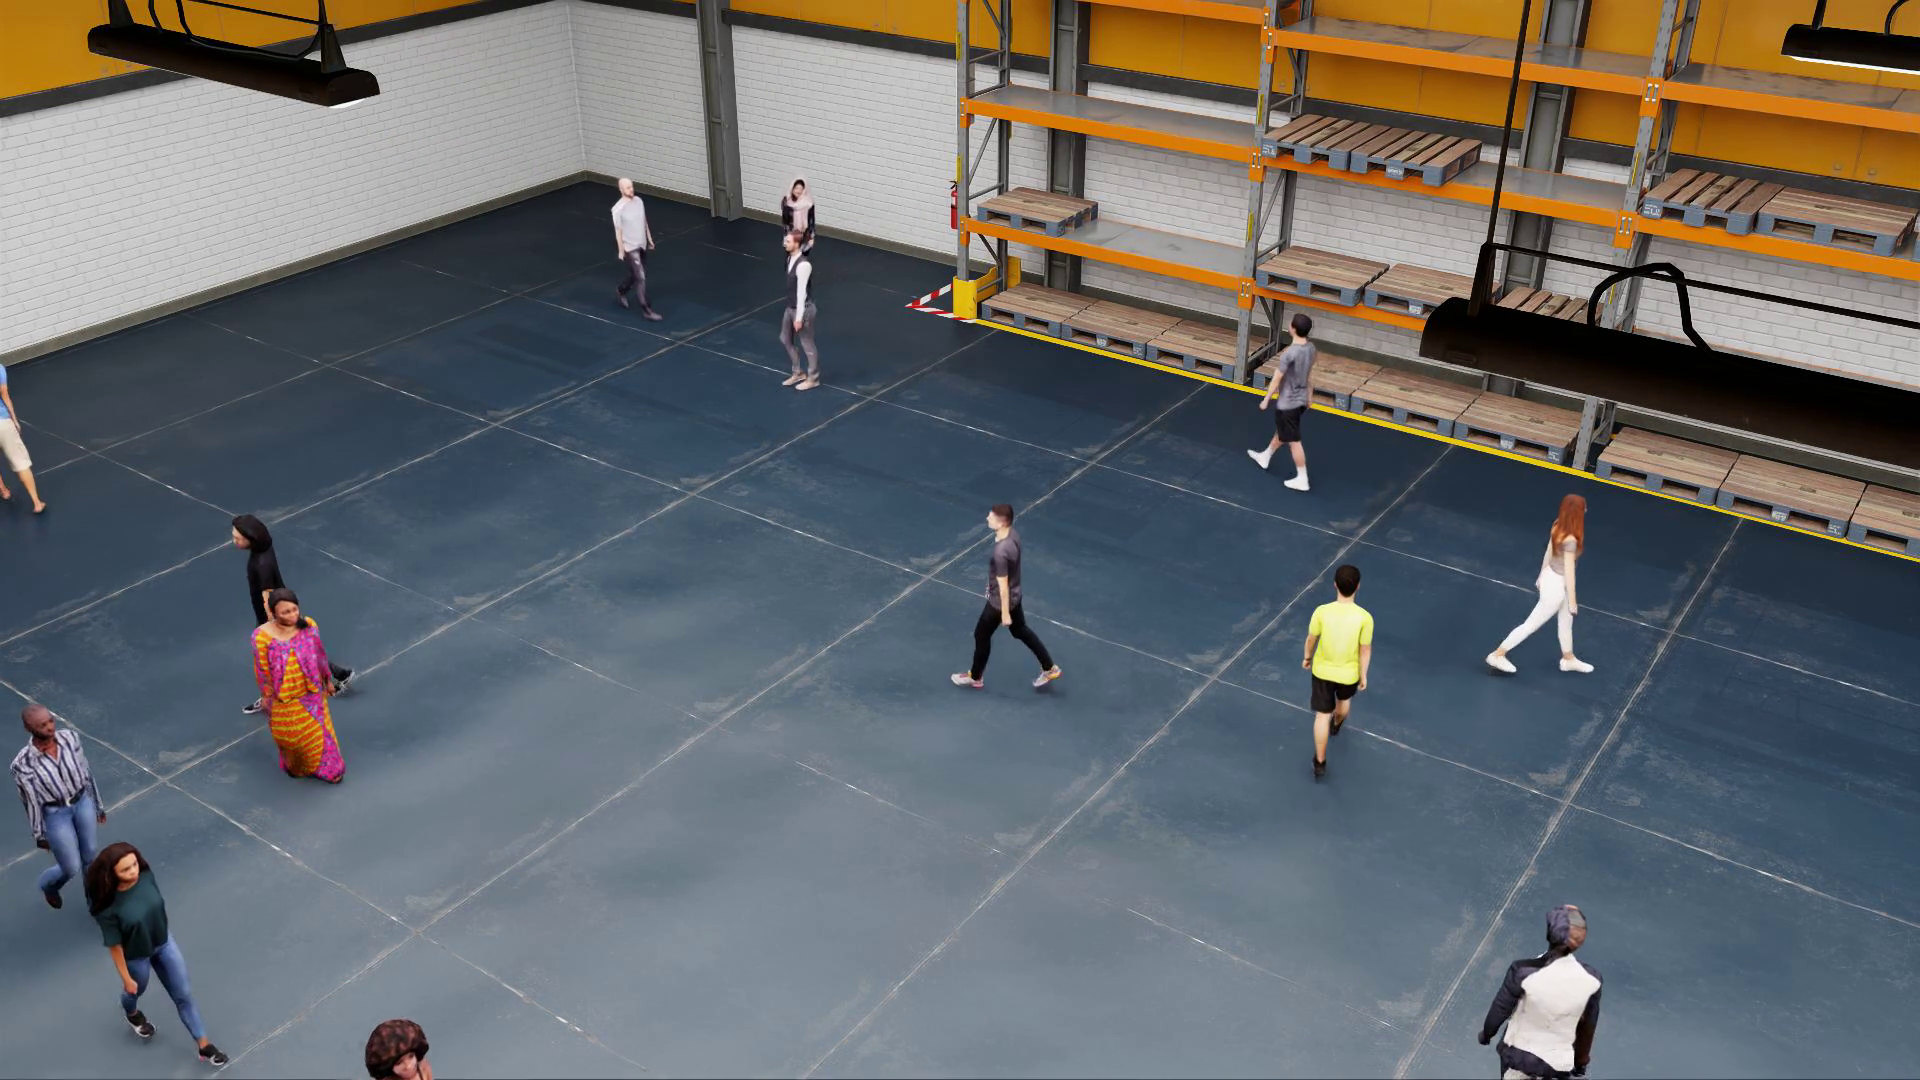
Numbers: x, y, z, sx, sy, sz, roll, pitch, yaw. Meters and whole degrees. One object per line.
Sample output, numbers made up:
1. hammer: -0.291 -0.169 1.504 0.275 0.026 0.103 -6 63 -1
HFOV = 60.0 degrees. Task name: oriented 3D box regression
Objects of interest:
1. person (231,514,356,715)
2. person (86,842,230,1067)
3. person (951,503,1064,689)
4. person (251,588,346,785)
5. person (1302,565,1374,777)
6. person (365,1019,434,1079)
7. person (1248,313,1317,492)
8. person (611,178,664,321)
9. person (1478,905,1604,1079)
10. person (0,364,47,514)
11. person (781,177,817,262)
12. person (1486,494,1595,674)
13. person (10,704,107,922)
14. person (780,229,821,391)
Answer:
1. person: -5.409 0.577 13.366 1.062 1.789 1.168 -13 31 -23
2. person: -5.010 2.488 10.089 1.137 1.572 0.691 14 32 24
3. person: 0.447 0.497 13.577 1.244 1.728 0.939 6 29 11
4. person: -5.033 1.084 12.564 0.794 1.667 0.857 -22 35 -34
5. person: 2.864 1.030 12.673 1.118 1.658 0.965 7 29 13
6. person: -2.905 3.179 8.642 0.725 1.746 1.151 -24 36 -36
7. person: 3.444 -1.355 16.854 0.846 1.841 1.170 -24 37 -36
8. person: -4.225 -3.757 21.285 1.173 1.815 0.729 15 32 26
9. person: 3.171 2.864 9.084 0.821 1.875 0.904 -1 29 -1
10. person: -9.541 -1.092 16.403 0.802 1.812 1.054 -19 34 -30
11. person: -2.134 -4.065 22.082 0.908 1.593 0.906 7 29 13
12. person: 4.831 0.412 13.780 1.221 1.683 0.979 3 29 5
13. person: -6.008 1.831 11.073 0.826 1.785 0.702 13 31 22
14. person: -1.750 -2.662 19.164 0.862 1.924 0.762 -13 31 -23
